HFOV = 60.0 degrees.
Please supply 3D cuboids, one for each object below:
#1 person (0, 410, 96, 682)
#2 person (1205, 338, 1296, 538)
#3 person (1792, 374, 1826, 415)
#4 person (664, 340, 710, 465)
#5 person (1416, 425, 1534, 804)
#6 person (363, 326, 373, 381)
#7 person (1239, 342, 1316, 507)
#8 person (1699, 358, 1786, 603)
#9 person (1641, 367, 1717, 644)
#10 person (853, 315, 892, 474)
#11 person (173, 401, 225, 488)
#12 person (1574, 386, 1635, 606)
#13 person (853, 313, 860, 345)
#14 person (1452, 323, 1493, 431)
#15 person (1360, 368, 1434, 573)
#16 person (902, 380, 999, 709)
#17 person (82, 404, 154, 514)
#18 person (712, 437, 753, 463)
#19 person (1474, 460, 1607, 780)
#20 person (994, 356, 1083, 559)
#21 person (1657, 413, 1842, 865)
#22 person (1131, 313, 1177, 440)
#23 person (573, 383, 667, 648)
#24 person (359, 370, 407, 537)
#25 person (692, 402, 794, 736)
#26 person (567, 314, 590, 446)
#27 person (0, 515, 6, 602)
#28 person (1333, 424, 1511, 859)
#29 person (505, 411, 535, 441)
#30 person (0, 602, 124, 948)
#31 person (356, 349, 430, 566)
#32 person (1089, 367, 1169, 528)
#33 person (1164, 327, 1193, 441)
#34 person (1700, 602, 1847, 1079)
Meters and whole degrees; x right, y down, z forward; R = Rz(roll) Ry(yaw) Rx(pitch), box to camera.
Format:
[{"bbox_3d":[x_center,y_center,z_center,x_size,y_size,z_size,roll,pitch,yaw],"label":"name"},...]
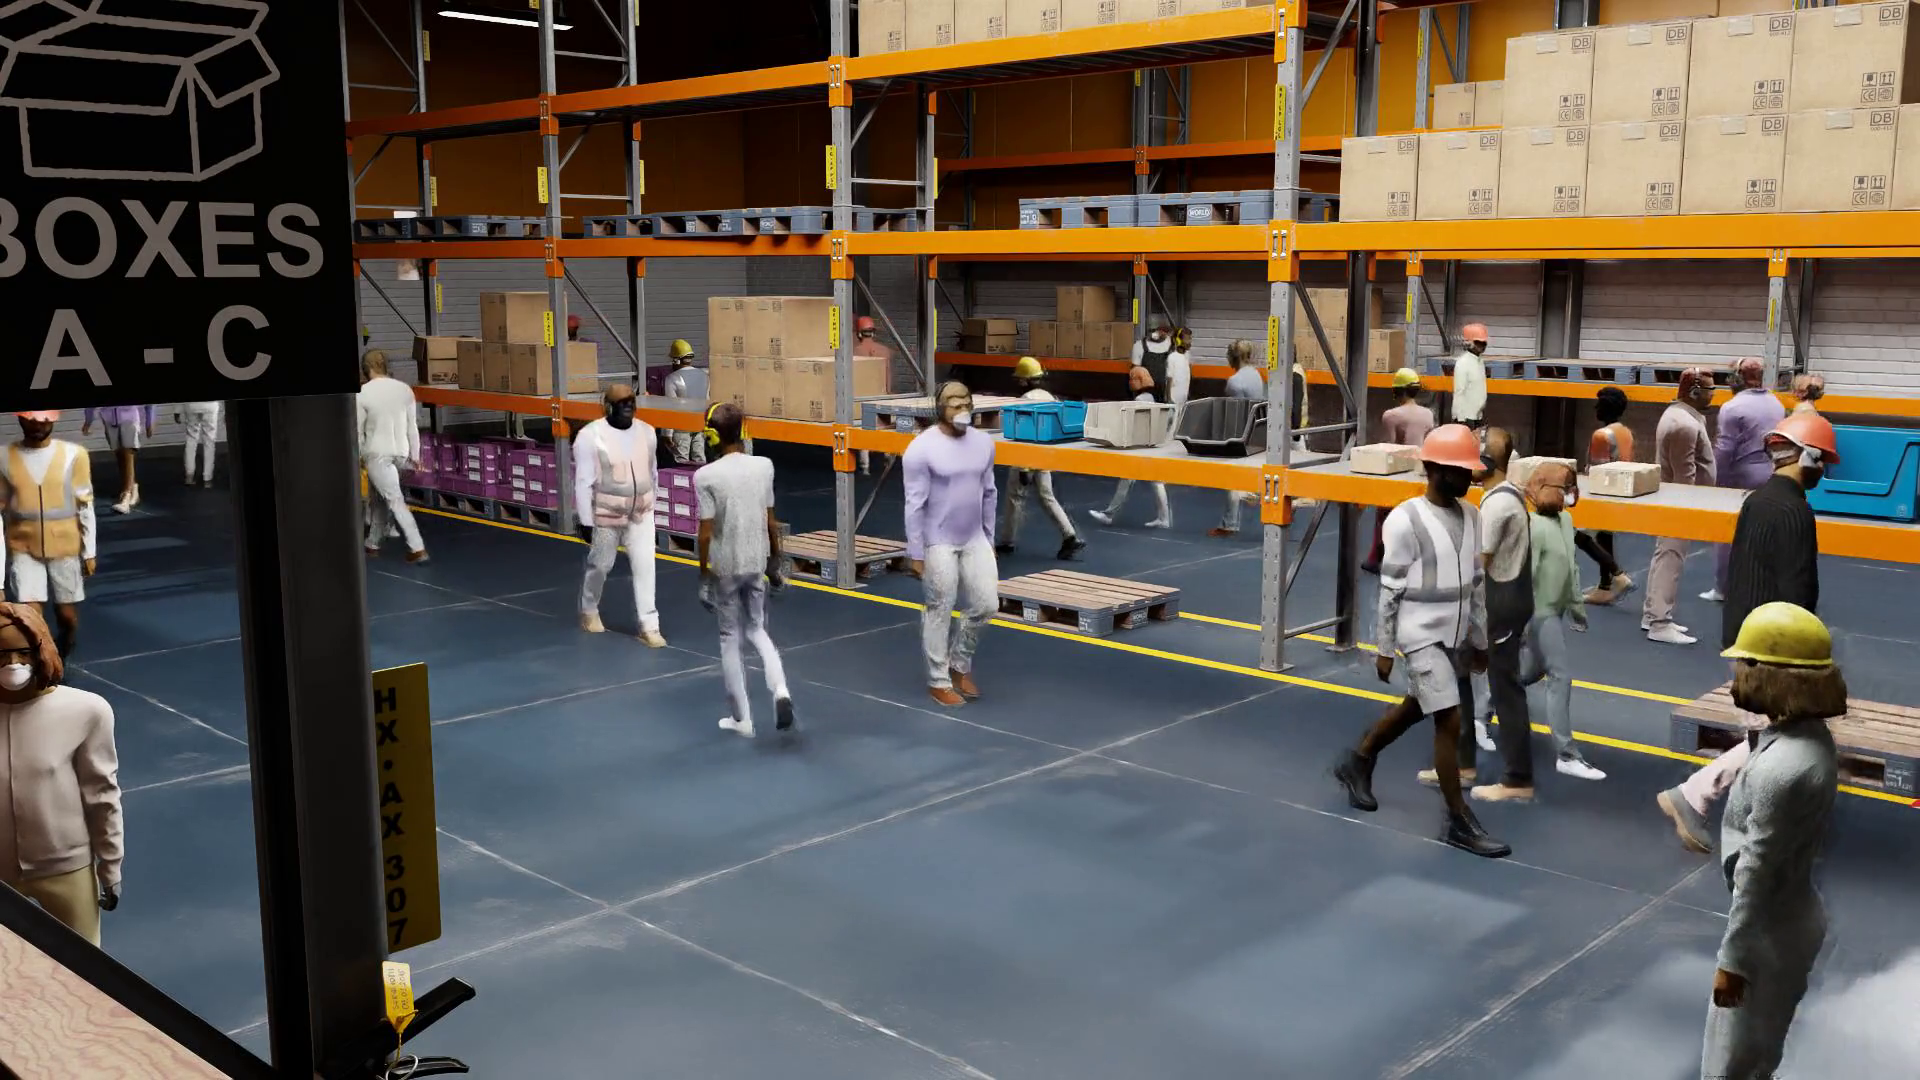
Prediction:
[{"bbox_3d":[-5.415,0.024,9.811,0.573,1.908,0.784,-5,11,-29],"label":"person"},{"bbox_3d":[2.742,-0.937,15.675,0.767,1.918,0.637,5,11,29],"label":"person"},{"bbox_3d":[7.514,-0.685,14.976,0.532,1.626,0.522,3,10,20],"label":"person"},{"bbox_3d":[-2.866,-1.172,17.374,0.403,1.827,0.588,8,12,39],"label":"person"},{"bbox_3d":[2.471,0.365,7.971,0.703,1.817,0.539,3,10,15],"label":"person"},{"bbox_3d":[-8.466,-2.155,23.595,0.524,1.759,0.328,2,9,10],"label":"person"},{"bbox_3d":[3.414,-1.243,17.866,0.942,1.795,0.627,2,9,13],"label":"person"},{"bbox_3d":[5.959,-0.436,12.701,0.686,1.878,0.468,-4,10,-25],"label":"person"},{"bbox_3d":[4.977,-0.240,11.448,0.397,1.898,0.644,3,10,18],"label":"person"},{"bbox_3d":[-1.142,-1.789,20.661,0.618,1.982,0.519,-6,11,-31],"label":"person"},{"bbox_3d":[-8.863,-1.541,19.469,0.605,1.873,0.484,-2,9,-11],"label":"person"},{"bbox_3d":[4.883,-0.314,12.516,0.407,1.680,0.549,9,13,44],"label":"person"},{"bbox_3d":[-1.624,-2.433,24.841,0.654,1.906,0.408,-9,13,-43],"label":"person"},{"bbox_3d":[5.447,-1.339,17.900,0.517,1.980,0.636,7,11,35],"label":"person"},{"bbox_3d":[3.621,-0.551,13.788,0.553,1.733,0.784,-4,10,-22],"label":"person"},{"bbox_3d":[-0.032,0.035,9.642,0.660,1.924,0.444,-6,11,-34],"label":"person"},{"bbox_3d":[-8.882,-1.290,17.616,0.627,1.995,1.076,-1,9,-8],"label":"person"},{"bbox_3d":[-2.747,-1.504,20.084,0.529,1.597,0.844,-9,13,-42],"label":"person"},{"bbox_3d":[2.955,0.374,8.536,0.789,1.604,0.498,7,12,38],"label":"person"},{"bbox_3d":[0.678,-0.721,14.694,0.881,1.806,0.592,7,12,38],"label":"person"},{"bbox_3d":[3.407,0.438,7.100,0.633,1.951,0.695,2,9,11],"label":"person"},{"bbox_3d":[2.518,-1.939,21.402,0.952,2.000,0.533,1,9,7],"label":"person"},{"bbox_3d":[-2.373,-0.194,11.446,0.637,1.802,0.934,-7,12,-37],"label":"person"},{"bbox_3d":[-5.607,-0.847,16.026,0.682,1.618,0.528,7,12,37],"label":"person"},{"bbox_3d":[-1.168,0.181,8.994,0.546,1.848,0.515,-6,11,-34],"label":"person"},{"bbox_3d":[-5.461,-2.279,23.863,0.561,1.918,0.705,3,10,16],"label":"person"},{"bbox_3d":[-5.261,0.226,8.606,0.584,1.882,0.337,-2,10,-13],"label":"person"},{"bbox_3d":[2.090,0.402,7.530,0.554,1.895,1.001,-6,11,-35],"label":"person"},{"bbox_3d":[-6.570,-2.376,24.605,0.532,1.870,0.319,7,12,39],"label":"person"},{"bbox_3d":[-2.684,0.975,4.807,0.497,1.629,0.277,-4,10,-23],"label":"person"},{"bbox_3d":[-4.979,-0.716,14.428,1.063,1.880,0.632,6,11,31],"label":"person"},{"bbox_3d":[1.712,-0.911,16.445,0.826,1.587,0.525,4,10,24],"label":"person"},{"bbox_3d":[2.668,-1.665,20.342,0.416,1.849,0.563,7,11,35],"label":"person"},{"bbox_3d":[2.111,1.015,4.229,0.651,1.725,0.492,6,11,31],"label":"person"}]
